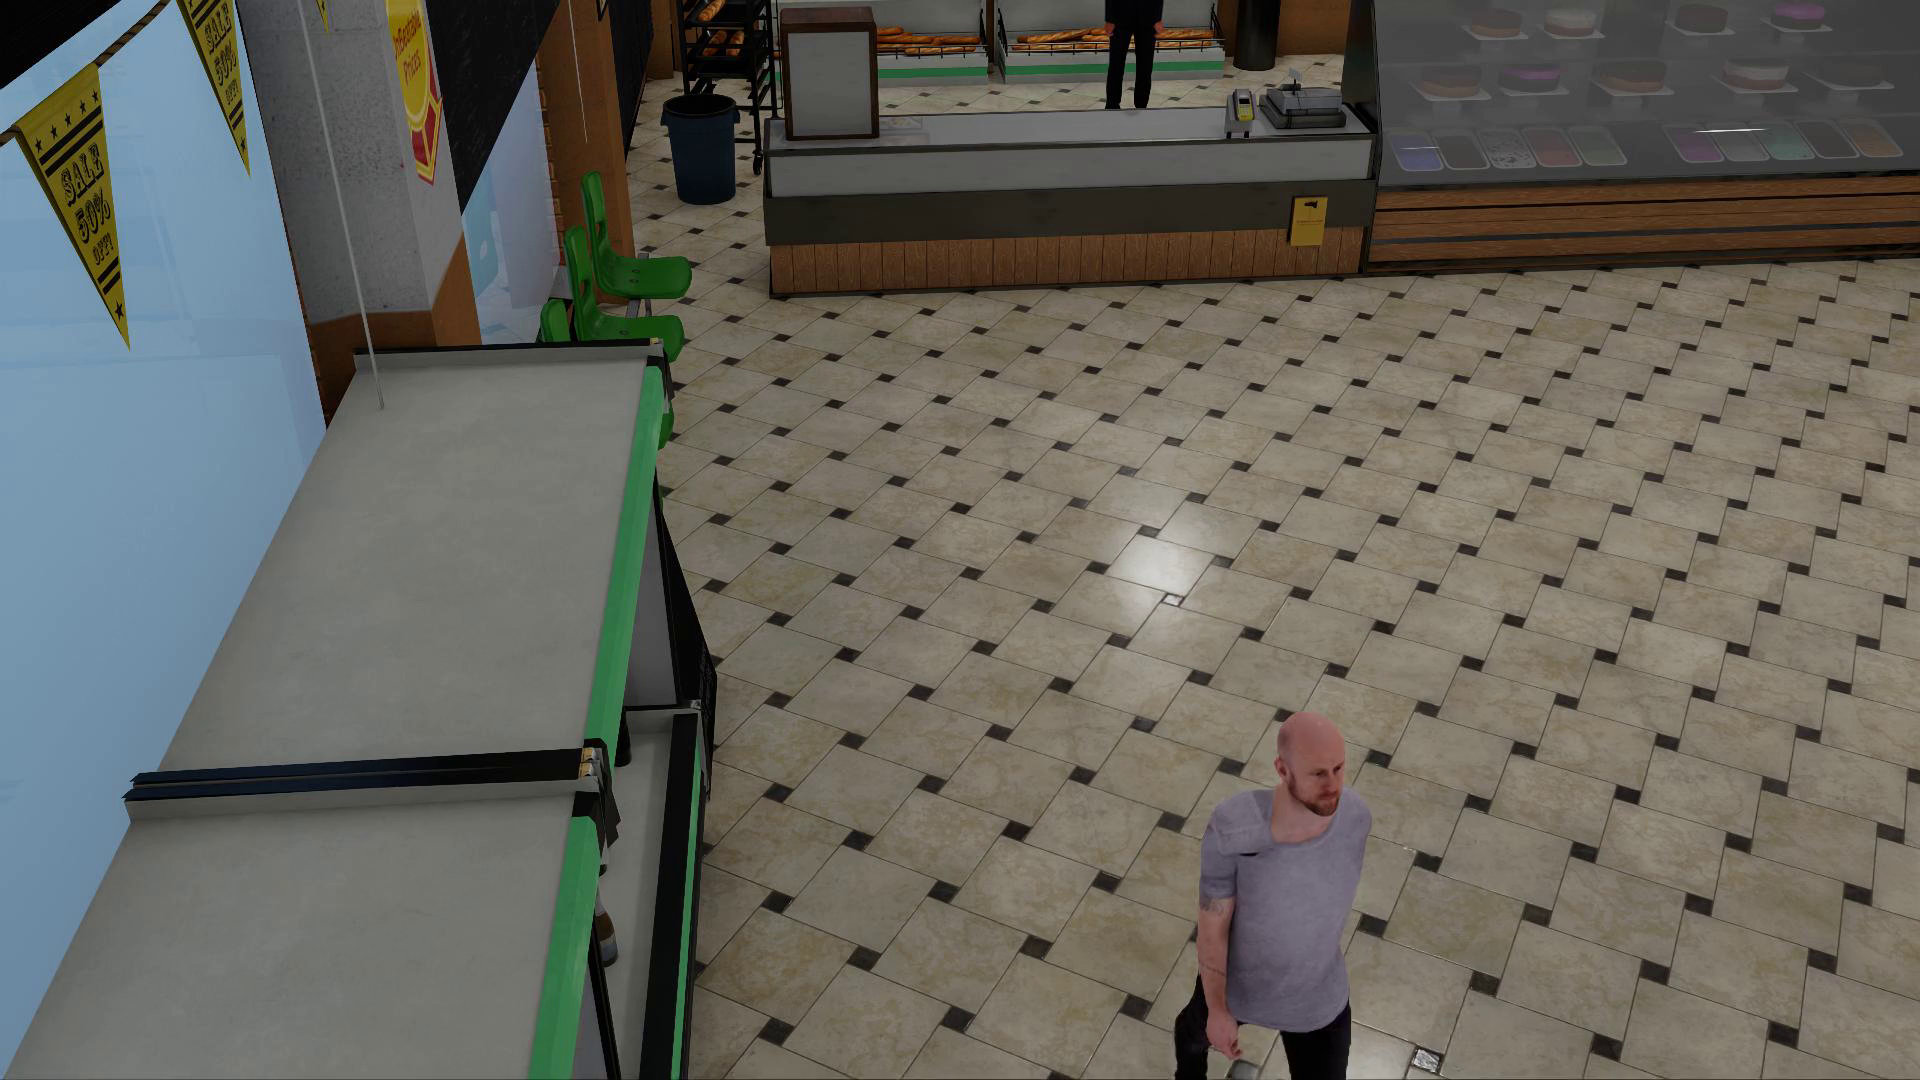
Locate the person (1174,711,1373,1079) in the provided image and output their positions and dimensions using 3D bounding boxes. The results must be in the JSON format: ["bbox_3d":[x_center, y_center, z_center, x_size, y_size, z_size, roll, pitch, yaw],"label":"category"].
[{"bbox_3d":[0.849,1.200,4.803,0.776,1.785,1.242,-7,33,-11],"label":"person"}]

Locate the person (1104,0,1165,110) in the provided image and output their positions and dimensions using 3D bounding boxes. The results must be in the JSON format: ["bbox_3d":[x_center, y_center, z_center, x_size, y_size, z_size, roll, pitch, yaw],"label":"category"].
[{"bbox_3d":[1.416,-4.244,13.477,0.624,1.865,0.561,-3,32,-4],"label":"person"}]
